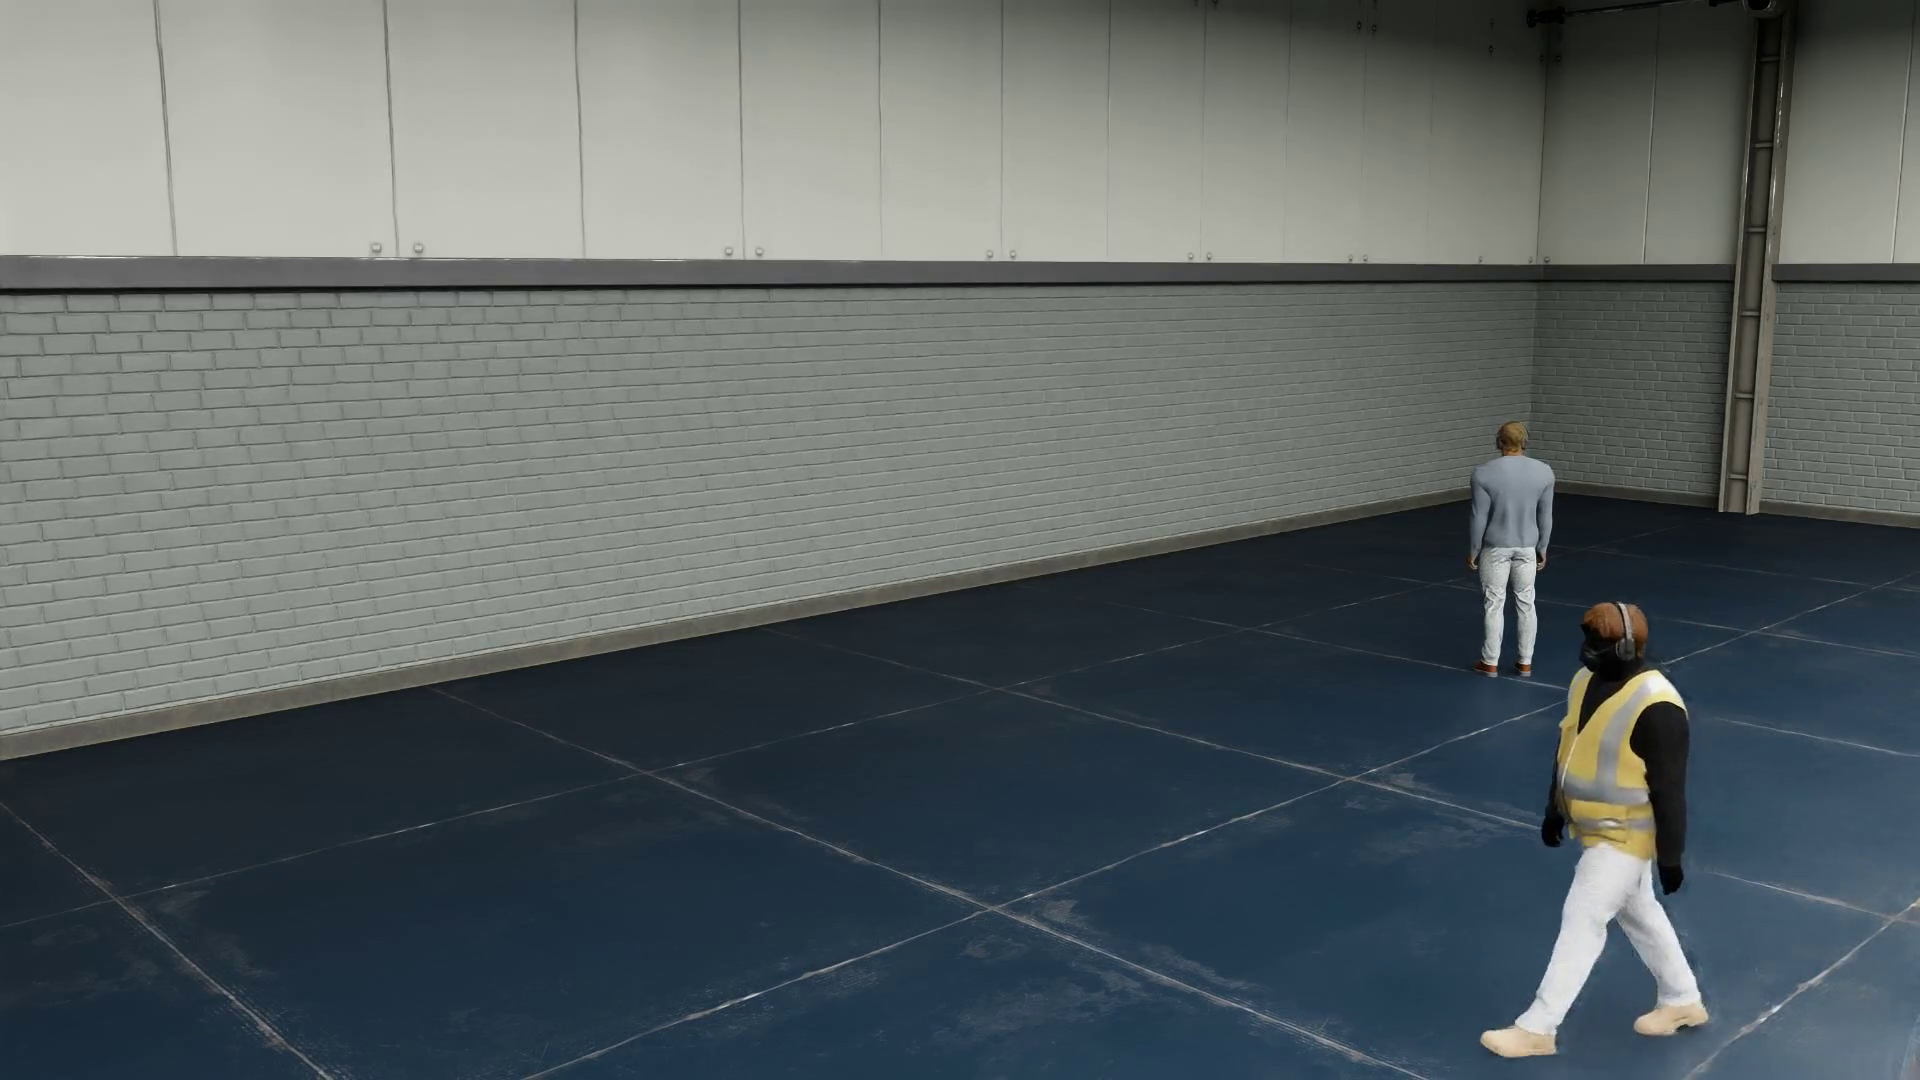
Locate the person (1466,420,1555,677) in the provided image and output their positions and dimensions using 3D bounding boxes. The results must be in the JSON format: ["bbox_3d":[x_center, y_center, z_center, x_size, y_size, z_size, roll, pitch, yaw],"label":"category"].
[{"bbox_3d":[4.106,0.068,12.463,0.627,1.941,0.371,0,9,-1],"label":"person"}]

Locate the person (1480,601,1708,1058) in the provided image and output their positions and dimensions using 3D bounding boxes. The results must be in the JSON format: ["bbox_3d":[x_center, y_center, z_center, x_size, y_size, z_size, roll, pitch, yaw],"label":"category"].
[{"bbox_3d":[2.550,1.112,6.463,0.970,1.793,0.643,-1,9,-4],"label":"person"}]
